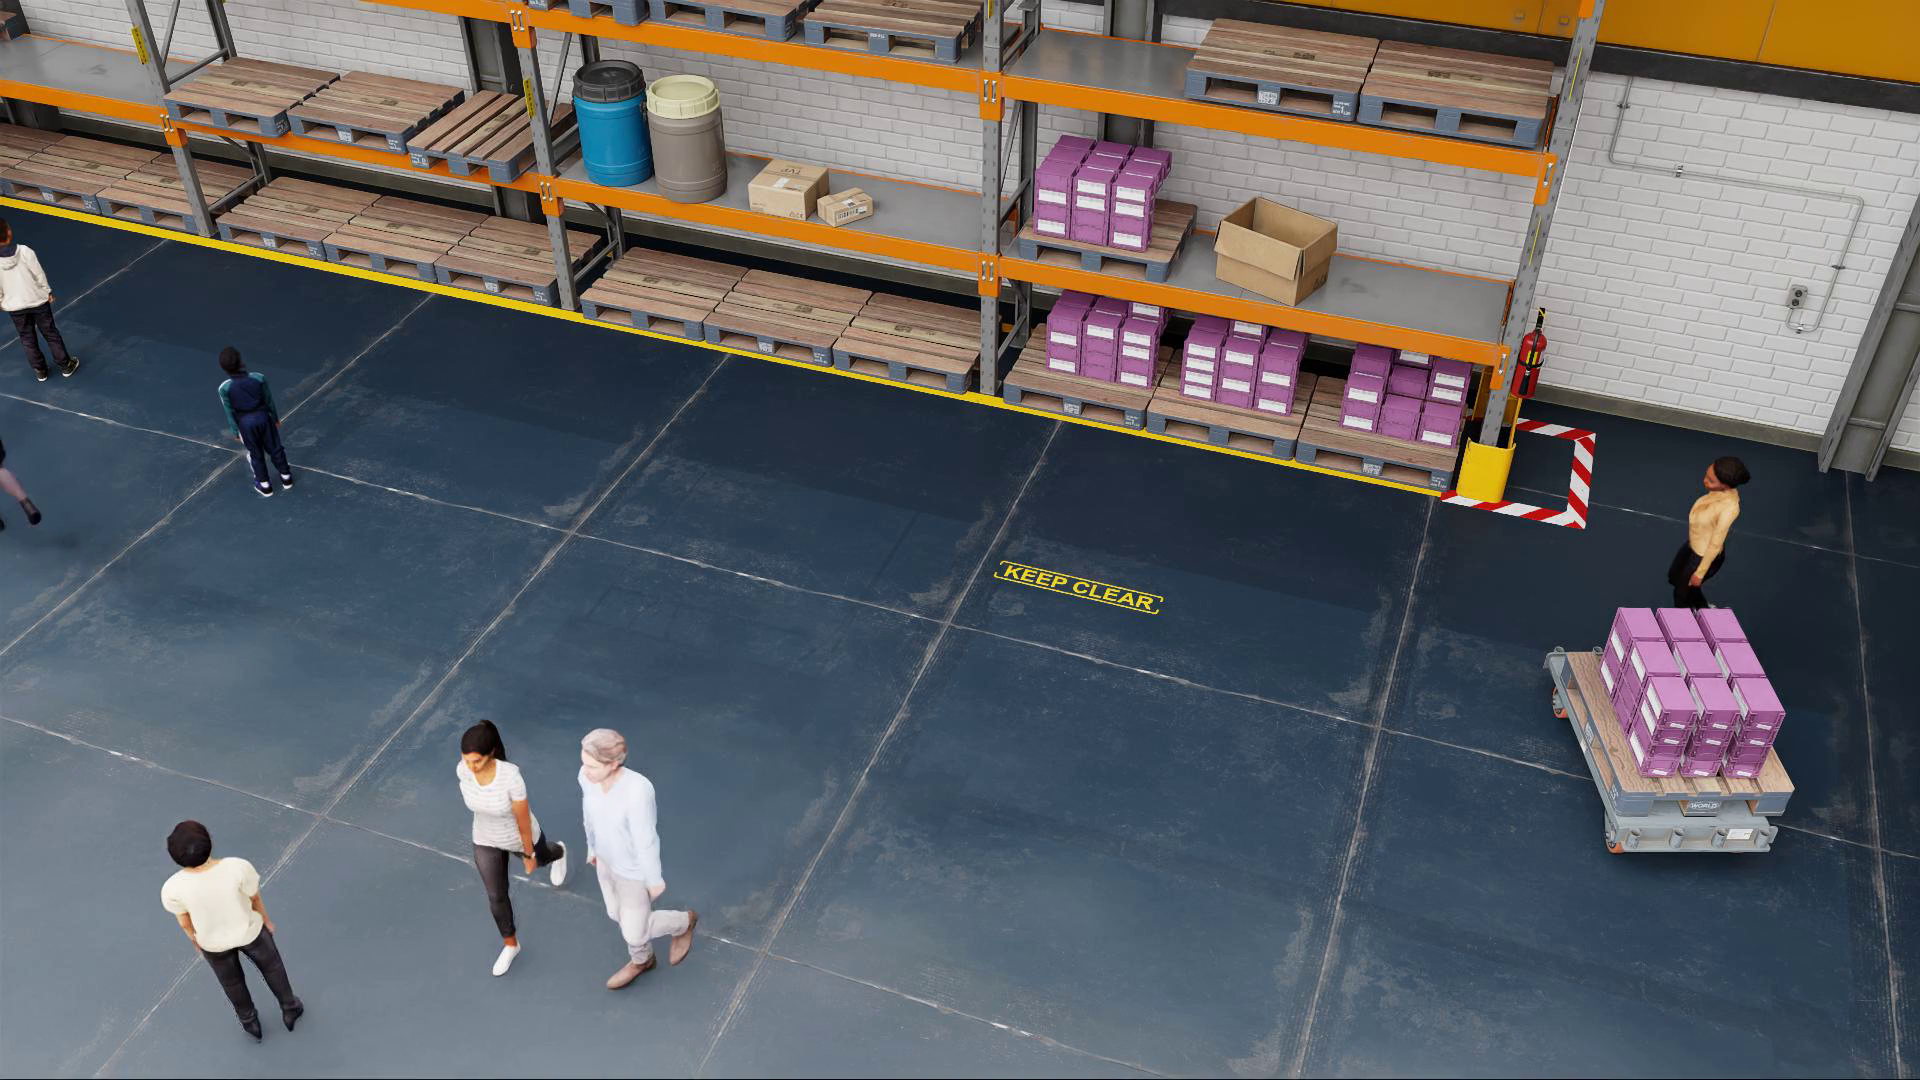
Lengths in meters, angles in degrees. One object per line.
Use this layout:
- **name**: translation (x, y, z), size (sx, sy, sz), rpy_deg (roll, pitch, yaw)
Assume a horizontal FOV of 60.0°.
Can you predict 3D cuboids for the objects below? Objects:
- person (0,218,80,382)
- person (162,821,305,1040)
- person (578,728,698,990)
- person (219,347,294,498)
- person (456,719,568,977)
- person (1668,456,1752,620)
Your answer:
- **person**: translation (-7.699, -1.979, 13.698), size (0.640, 1.450, 0.721), rpy_deg (-12, 40, -14)
- **person**: translation (-3.754, 2.025, 8.574), size (0.642, 1.587, 0.696), rpy_deg (-17, 42, -20)
- **person**: translation (-1.692, 1.659, 8.800), size (0.862, 1.878, 0.885), rpy_deg (28, 47, 31)
- **person**: translation (-5.314, -0.900, 12.503), size (0.572, 1.256, 0.605), rpy_deg (-25, 45, -28)
- **person**: translation (-2.439, 1.562, 9.135), size (1.079, 1.611, 0.727), rpy_deg (8, 39, 10)
- **person**: translation (4.966, 0.114, 10.926), size (0.748, 1.638, 0.669), rpy_deg (12, 40, 15)
